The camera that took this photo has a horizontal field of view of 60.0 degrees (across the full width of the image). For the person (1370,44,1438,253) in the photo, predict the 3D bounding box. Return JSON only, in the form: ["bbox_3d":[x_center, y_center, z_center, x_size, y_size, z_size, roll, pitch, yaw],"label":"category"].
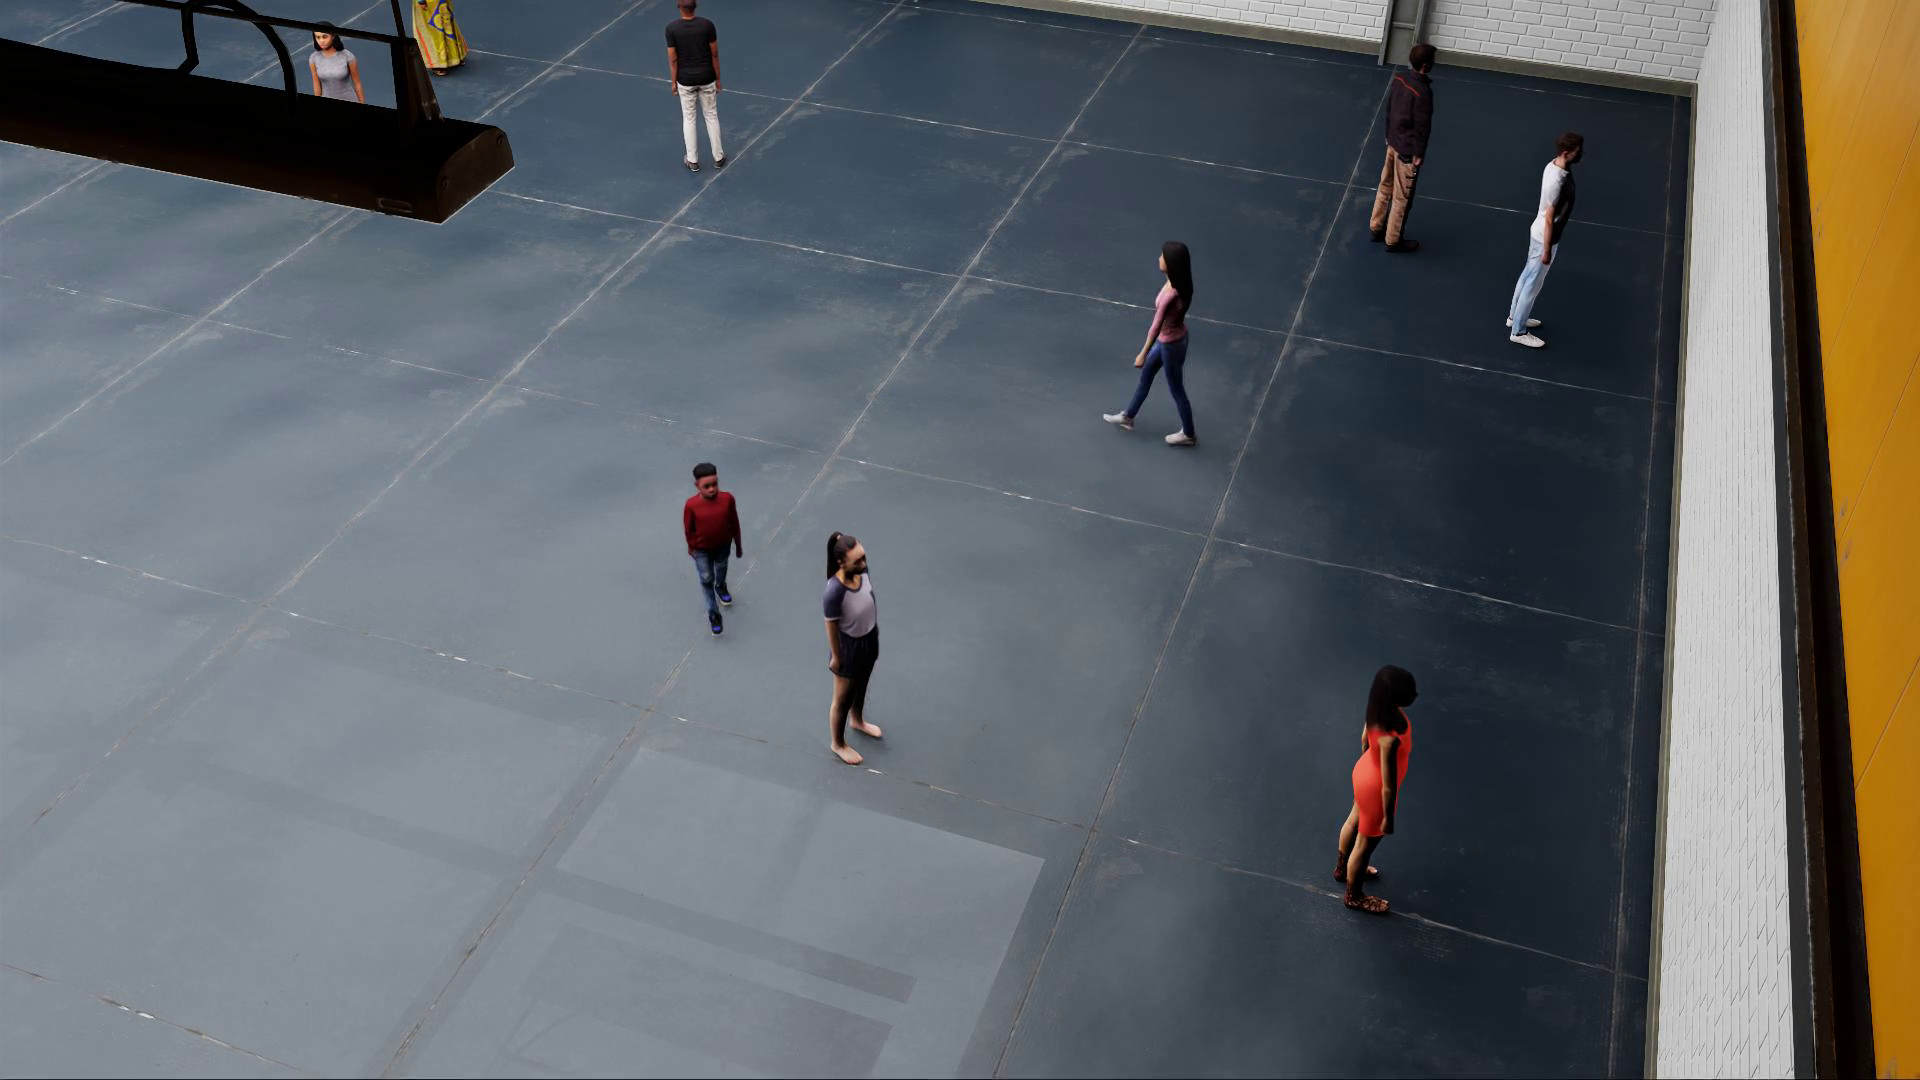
[{"bbox_3d":[4.024,-3.553,15.041,0.826,1.924,0.786,-13,41,-16],"label":"person"}]

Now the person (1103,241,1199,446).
[{"bbox_3d":[1.670,-1.434,12.556,1.009,1.715,0.655,9,39,11],"label":"person"}]

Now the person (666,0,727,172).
[{"bbox_3d":[-2.592,-4.507,16.331,0.730,1.805,0.819,-10,40,-12],"label":"person"}]

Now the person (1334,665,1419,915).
[{"bbox_3d":[2.263,1.348,9.069,0.645,1.719,0.656,-1,39,-1],"label":"person"}]

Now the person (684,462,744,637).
[{"bbox_3d":[-1.686,-0.034,11.192,0.811,1.230,0.855,-14,41,-17],"label":"person"}]

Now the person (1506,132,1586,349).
[{"bbox_3d":[4.850,-2.515,13.800,0.563,1.851,0.668,9,39,11],"label":"person"}]

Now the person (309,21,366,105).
[{"bbox_3d":[-5.842,-4.049,15.778,0.630,1.781,0.737,-6,39,-8],"label":"person"}]

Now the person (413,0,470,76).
[{"bbox_3d":[-5.805,-6.000,18.318,0.823,1.660,0.894,19,42,22],"label":"person"}]

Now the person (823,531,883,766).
[{"bbox_3d":[-0.659,0.630,10.024,0.544,1.649,0.618,18,42,21],"label":"person"}]
